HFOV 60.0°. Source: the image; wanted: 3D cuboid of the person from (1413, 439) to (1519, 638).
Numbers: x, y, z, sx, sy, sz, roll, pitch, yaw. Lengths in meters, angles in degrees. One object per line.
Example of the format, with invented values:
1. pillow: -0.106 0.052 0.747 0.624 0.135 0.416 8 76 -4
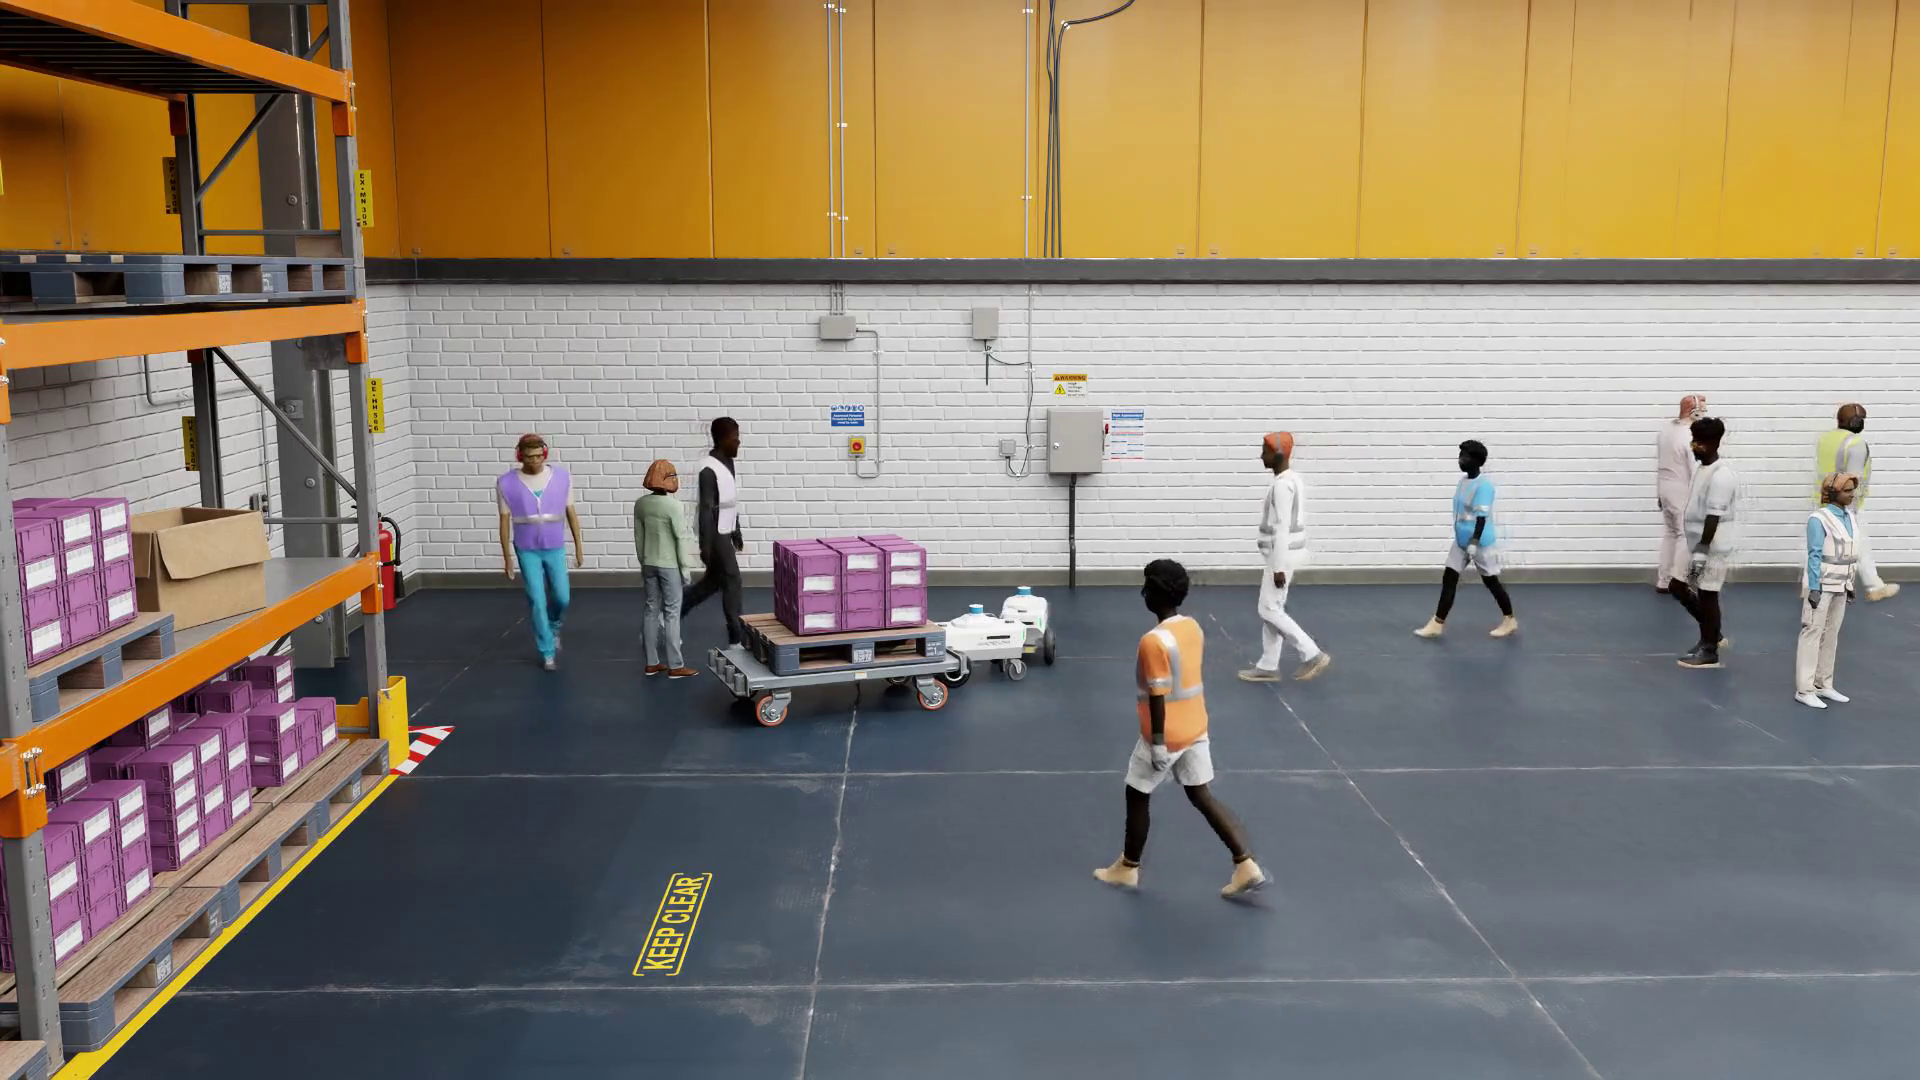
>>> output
1. person: 4.213 0.005 13.594 0.868 1.655 0.539 -2 9 -10

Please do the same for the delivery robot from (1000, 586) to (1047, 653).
1. delivery robot: 0.497 0.605 12.969 0.477 0.478 0.707 1 9 5

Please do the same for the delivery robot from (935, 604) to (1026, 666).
1. delivery robot: 0.121 0.719 12.271 0.707 0.478 0.477 -3 10 -15

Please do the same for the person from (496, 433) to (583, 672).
1. person: -3.183 0.079 12.610 0.628 1.816 0.548 -4 10 -22

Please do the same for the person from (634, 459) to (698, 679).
1. person: -2.200 0.212 12.367 0.499 1.634 0.279 6 11 33

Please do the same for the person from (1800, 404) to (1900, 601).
1. person: 8.182 -0.339 15.226 0.844 1.805 0.655 -1 9 -5

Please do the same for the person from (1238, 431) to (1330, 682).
1. person: 2.375 0.141 12.077 0.585 1.876 0.590 3 10 19

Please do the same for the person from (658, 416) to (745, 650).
1. person: -1.990 -0.044 13.191 0.840 1.893 0.596 1 9 4

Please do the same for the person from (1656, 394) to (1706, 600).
1. person: 6.653 -0.389 15.259 0.426 1.897 0.678 -1 9 -5

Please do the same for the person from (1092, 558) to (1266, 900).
1. person: 1.084 0.917 7.984 0.837 1.663 0.540 6 11 34

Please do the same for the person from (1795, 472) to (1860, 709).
1. person: 6.046 0.339 11.570 0.513 1.641 0.309 -6 11 -34

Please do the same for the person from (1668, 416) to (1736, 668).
1. person: 5.625 0.030 12.565 0.438 1.935 0.606 1 9 6
